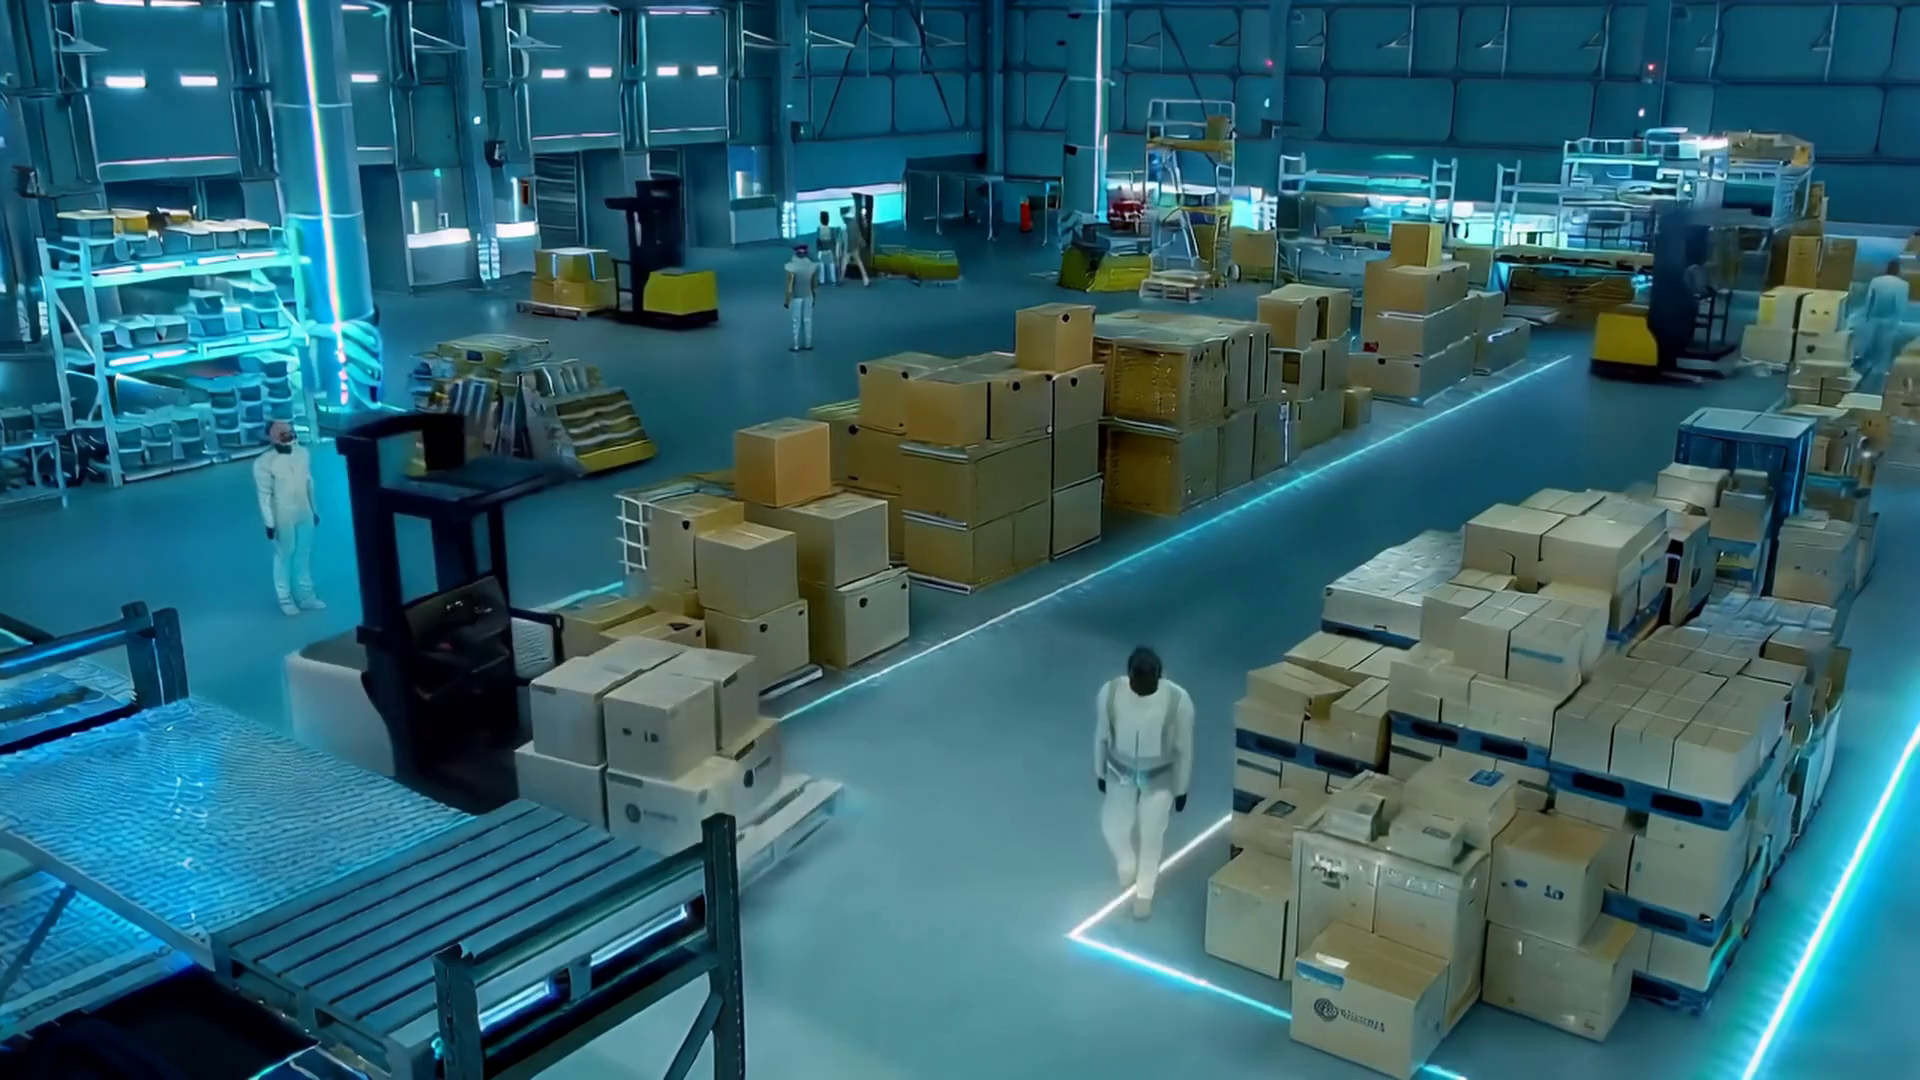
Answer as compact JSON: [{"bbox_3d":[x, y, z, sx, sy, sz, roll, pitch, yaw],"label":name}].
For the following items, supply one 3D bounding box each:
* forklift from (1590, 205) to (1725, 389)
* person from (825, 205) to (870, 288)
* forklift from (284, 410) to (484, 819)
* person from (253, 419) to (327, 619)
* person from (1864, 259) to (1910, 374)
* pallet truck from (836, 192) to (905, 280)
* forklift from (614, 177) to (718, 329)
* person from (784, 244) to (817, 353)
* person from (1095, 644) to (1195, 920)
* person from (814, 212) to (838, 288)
[{"bbox_3d":[11.471,-4.000,27.021,1.873,2.768,1.129,12,21,35],"label":"forklift"},{"bbox_3d":[-2.517,-6.580,37.356,1.035,1.821,0.682,4,17,12],"label":"person"},{"bbox_3d":[-3.936,0.505,12.101,1.873,2.768,1.129,8,19,25],"label":"forklift"},{"bbox_3d":[-6.473,-0.220,16.106,0.357,1.938,0.637,9,19,26],"label":"person"},{"bbox_3d":[15.379,-3.701,27.655,0.499,1.923,0.645,-12,21,-34],"label":"person"},{"bbox_3d":[-1.936,-7.159,38.982,1.885,1.965,0.823,-12,21,-34],"label":"pallet truck"},{"bbox_3d":[-5.767,-5.625,32.400,1.873,2.768,1.129,12,21,35],"label":"forklift"},{"bbox_3d":[-2.846,-4.309,29.667,0.636,1.931,0.377,-9,19,-28],"label":"person"},{"bbox_3d":[1.149,1.518,10.530,0.631,1.828,0.432,5,17,15],"label":"person"},{"bbox_3d":[-2.993,-6.488,37.271,0.535,1.699,0.318,0,17,-1],"label":"person"}]
